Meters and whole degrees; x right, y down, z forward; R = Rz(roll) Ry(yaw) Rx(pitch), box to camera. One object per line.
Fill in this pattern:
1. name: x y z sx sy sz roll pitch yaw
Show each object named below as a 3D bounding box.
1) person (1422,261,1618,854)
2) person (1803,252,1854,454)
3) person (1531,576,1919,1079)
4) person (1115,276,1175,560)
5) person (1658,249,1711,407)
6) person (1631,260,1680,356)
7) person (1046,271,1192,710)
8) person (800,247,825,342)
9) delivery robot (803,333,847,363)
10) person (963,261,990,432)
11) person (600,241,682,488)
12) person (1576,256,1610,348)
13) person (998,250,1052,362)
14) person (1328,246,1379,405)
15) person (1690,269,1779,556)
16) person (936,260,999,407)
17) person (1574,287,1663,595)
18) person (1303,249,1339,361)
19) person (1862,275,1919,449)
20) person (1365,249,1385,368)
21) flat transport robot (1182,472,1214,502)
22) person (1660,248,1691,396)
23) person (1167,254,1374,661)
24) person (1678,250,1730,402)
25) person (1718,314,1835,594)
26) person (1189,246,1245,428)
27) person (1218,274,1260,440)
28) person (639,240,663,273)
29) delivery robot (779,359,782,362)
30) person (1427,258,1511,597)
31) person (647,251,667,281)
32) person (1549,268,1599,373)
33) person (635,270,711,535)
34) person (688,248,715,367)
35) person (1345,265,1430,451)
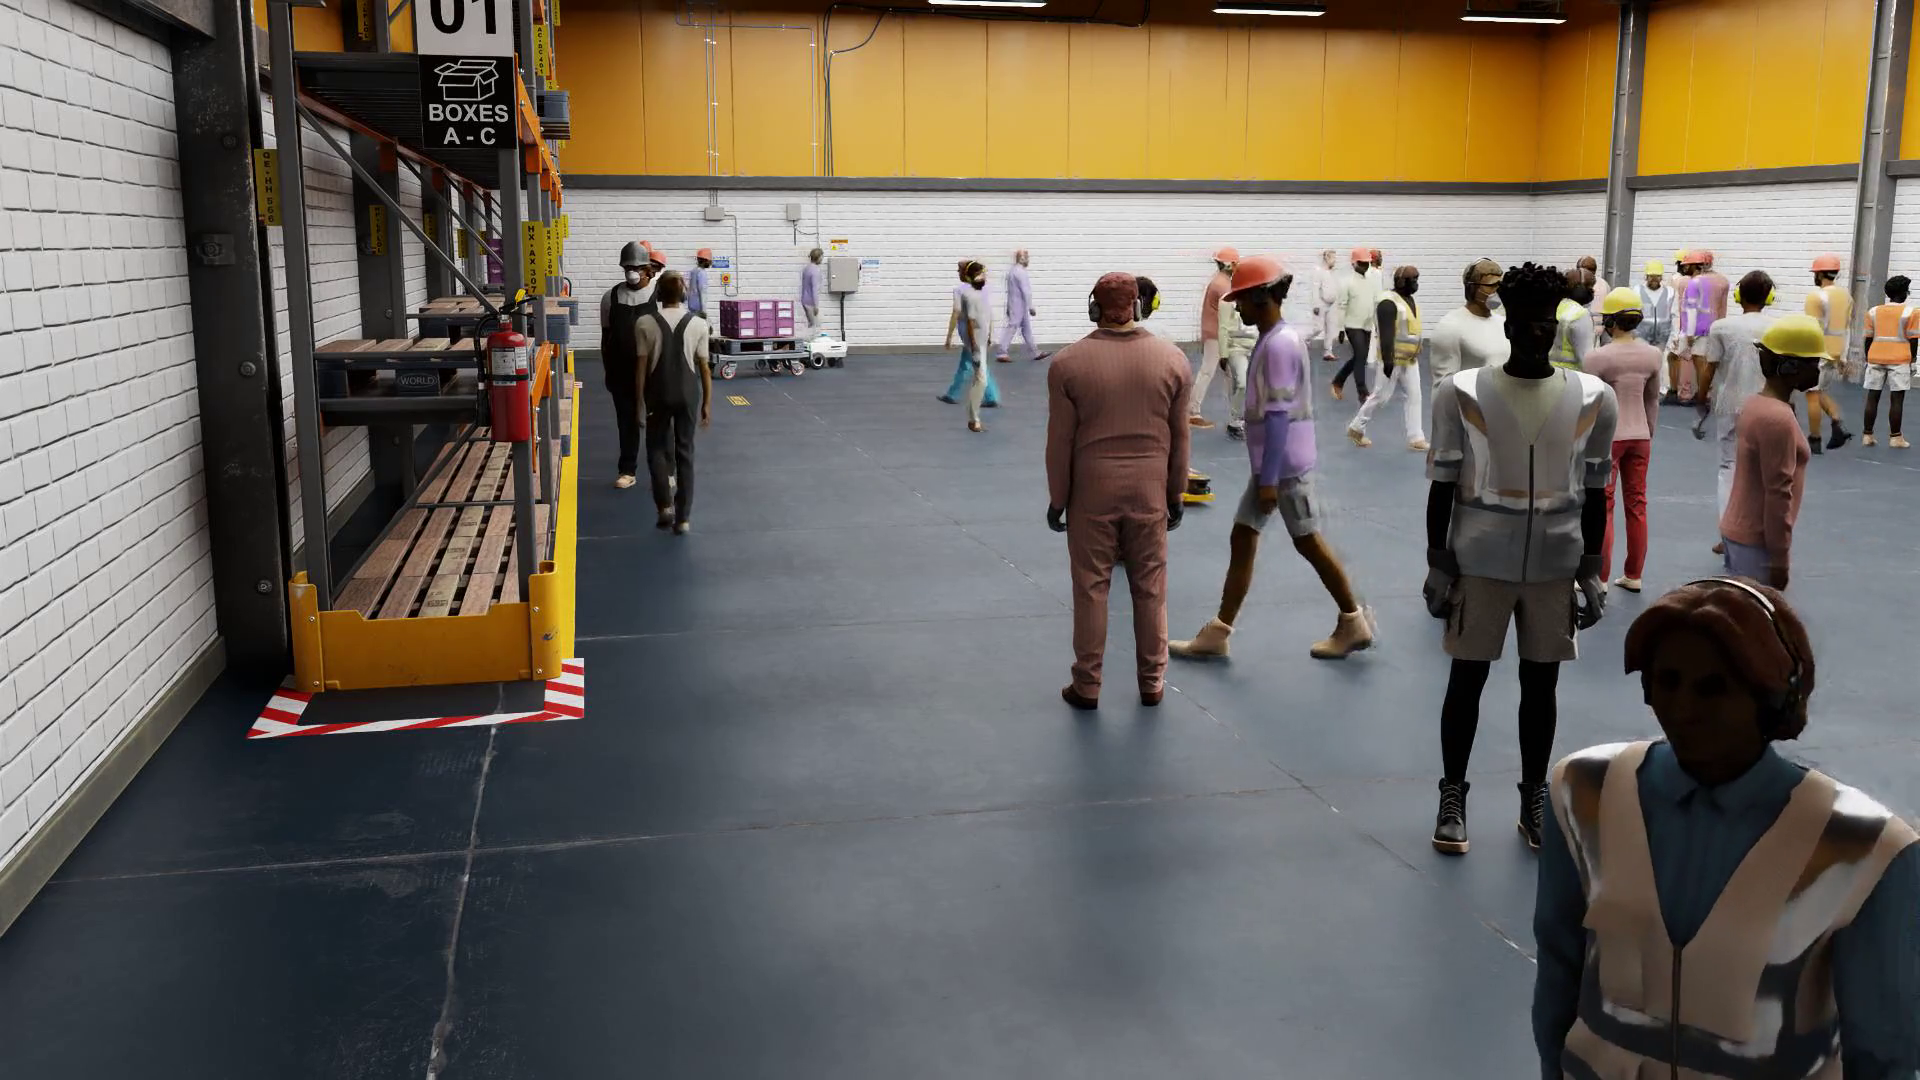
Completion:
1. person: 1.840 0.072 5.511 0.607 1.966 0.367 1 10 6
2. person: 8.194 -1.763 15.815 0.543 1.923 0.444 -5 12 -27
3. person: 0.956 0.850 2.203 0.532 1.595 0.840 10 14 43
4. person: 1.109 -0.794 10.767 0.538 1.816 0.995 2 10 12
5. person: 8.848 -2.578 20.329 0.724 1.910 0.561 10 14 44
6. person: 8.208 -2.400 19.696 0.598 1.787 0.914 2 10 9
7. person: 0.677 -0.207 7.239 0.640 1.904 0.409 -1 10 -8
8. person: -2.522 -3.953 27.987 0.526 1.905 0.666 -4 11 -22
9. delivery robot: -2.154 -3.049 26.458 0.707 0.478 0.477 -6 12 -30
10. person: 0.184 -2.063 17.776 0.313 1.815 0.716 3 11 14
11. person: -2.625 -1.424 13.597 0.684 2.000 0.535 1 10 5
12. person: 7.508 -2.485 20.031 0.634 1.839 0.429 -6 12 -32
13. person: 1.074 -3.895 27.779 0.989 1.856 0.643 -1 10 -7
14. person: 4.936 -2.685 20.782 0.608 1.970 0.899 -7 13 -35
15. person: 5.008 -0.805 10.706 0.529 1.849 0.397 1 10 7
16. person: 0.100 -2.525 20.389 0.999 1.786 0.580 7 13 36
17. person: 3.769 -0.562 9.578 0.523 1.769 0.320 -3 11 -15
18. person: 6.130 -3.984 28.223 0.650 1.879 0.688 -8 13 -37
19. person: 9.114 -1.739 16.296 0.321 1.696 0.530 -7 12 -34
20. person: 6.604 -3.692 26.600 0.354 1.884 0.576 -3 11 -15
21. flat transport robot: 1.491 -0.494 13.346 0.652 0.197 1.431 -2 10 -11
22. person: 9.441 -2.859 21.870 0.384 1.922 0.594 2 11 13
23. person: 1.554 -0.371 7.981 1.028 1.977 0.652 0 10 1
24. person: 9.275 -2.673 20.893 0.641 1.908 0.407 0 10 -2
25. person: 3.117 0.013 6.432 0.359 1.757 0.521 3 11 15
26. person: 2.885 -2.177 17.994 0.967 1.953 0.605 1 10 6
27. person: 2.891 -1.905 16.862 0.498 1.818 0.619 9 14 40
28. person: -5.209 -3.947 27.626 0.611 2.030 0.409 -4 11 -23
29. delivery robot: -2.892 -3.029 26.348 0.707 0.478 0.477 0 10 0
30. person: 2.841 -0.584 9.224 0.637 1.938 0.357 -8 13 -38
31. person: -4.287 -3.113 23.447 0.615 1.880 0.772 -5 11 -26
32. person: 4.761 -1.163 12.761 0.752 1.817 0.663 -1 10 -3
33. person: -1.993 -0.952 11.566 0.537 1.825 0.482 -3 11 -16
34. person: -4.159 -3.728 26.741 0.489 1.915 0.614 -5 11 -24
35. person: 4.208 -1.771 16.203 0.880 1.808 0.657 10 14 43
